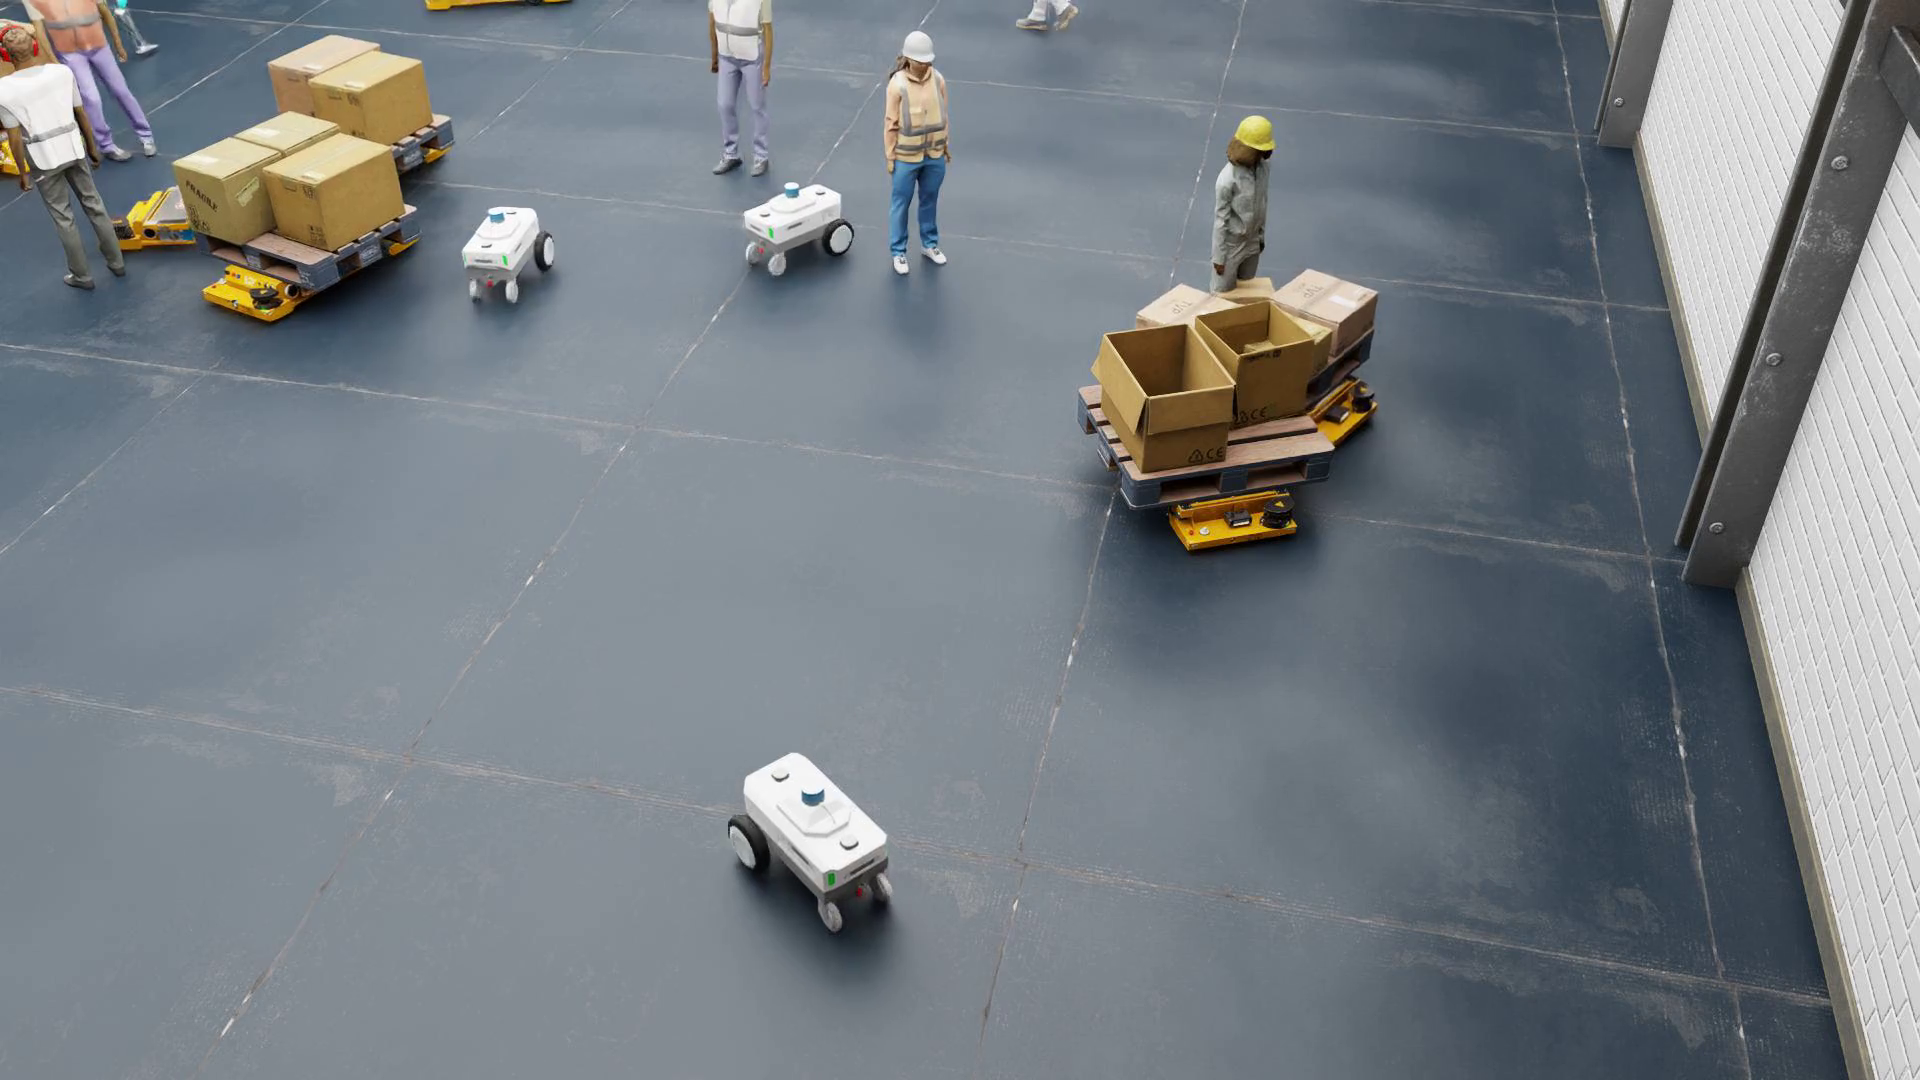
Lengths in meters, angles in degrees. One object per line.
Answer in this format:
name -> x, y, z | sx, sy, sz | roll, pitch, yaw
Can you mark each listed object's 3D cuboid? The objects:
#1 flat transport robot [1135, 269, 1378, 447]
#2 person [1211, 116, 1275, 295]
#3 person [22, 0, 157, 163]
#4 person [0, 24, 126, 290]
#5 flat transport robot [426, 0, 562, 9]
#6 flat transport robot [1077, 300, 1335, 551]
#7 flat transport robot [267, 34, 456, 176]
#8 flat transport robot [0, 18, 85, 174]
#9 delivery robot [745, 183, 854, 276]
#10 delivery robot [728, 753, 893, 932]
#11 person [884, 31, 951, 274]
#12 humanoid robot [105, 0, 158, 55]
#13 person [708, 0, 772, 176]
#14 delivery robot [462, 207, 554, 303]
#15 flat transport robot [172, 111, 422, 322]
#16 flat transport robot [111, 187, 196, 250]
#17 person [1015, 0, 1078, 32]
flat transport robot -> 1.853, -0.985, 10.537 | 1.431, 0.231, 0.659 | 26, 44, 30
person -> 1.769, -1.849, 10.472 | 0.316, 1.732, 0.487 | 30, 46, 33
person -> -6.902, -3.851, 13.094 | 0.607, 1.803, 0.453 | -20, 41, -25
person -> -6.169, -2.597, 11.377 | 0.377, 1.843, 0.569 | 25, 43, 29
flat transport robot -> -4.591, -5.545, 16.638 | 1.431, 0.231, 0.659 | -7, 37, -9
flat transport robot -> 1.396, -0.455, 9.828 | 0.659, 0.231, 1.431 | -9, 38, -12
flat transport robot -> -4.774, -2.964, 13.185 | 0.659, 0.231, 1.431 | 16, 40, 21
flat transport robot -> -7.993, -3.314, 13.654 | 1.431, 0.231, 0.659 | 15, 39, 19
delivery robot -> -1.192, -2.298, 12.049 | 0.784, 0.589, 0.499 | -30, 46, -34
delivery robot -> -0.644, 1.280, 7.283 | 0.499, 0.614, 0.812 | -26, 44, -30
person -> -0.301, -2.718, 11.637 | 0.496, 1.727, 0.376 | -18, 40, -22
humanoid robot -> -7.571, -5.119, 14.880 | 0.537, 1.832, 0.723 | 12, 38, 15
person -> -1.701, -3.699, 12.868 | 0.593, 1.831, 0.540 | 15, 39, 19
delivery robot -> -3.220, -2.064, 11.738 | 0.499, 0.591, 0.768 | 4, 37, 5
flat transport robot -> -4.632, -2.011, 11.910 | 0.659, 0.231, 1.431 | 19, 41, 23
flat transport robot -> -5.530, -2.421, 12.459 | 1.431, 0.231, 0.659 | -3, 37, -3
person -> 0.815, -5.631, 15.414 | 0.543, 1.867, 0.587 | 10, 38, 13
